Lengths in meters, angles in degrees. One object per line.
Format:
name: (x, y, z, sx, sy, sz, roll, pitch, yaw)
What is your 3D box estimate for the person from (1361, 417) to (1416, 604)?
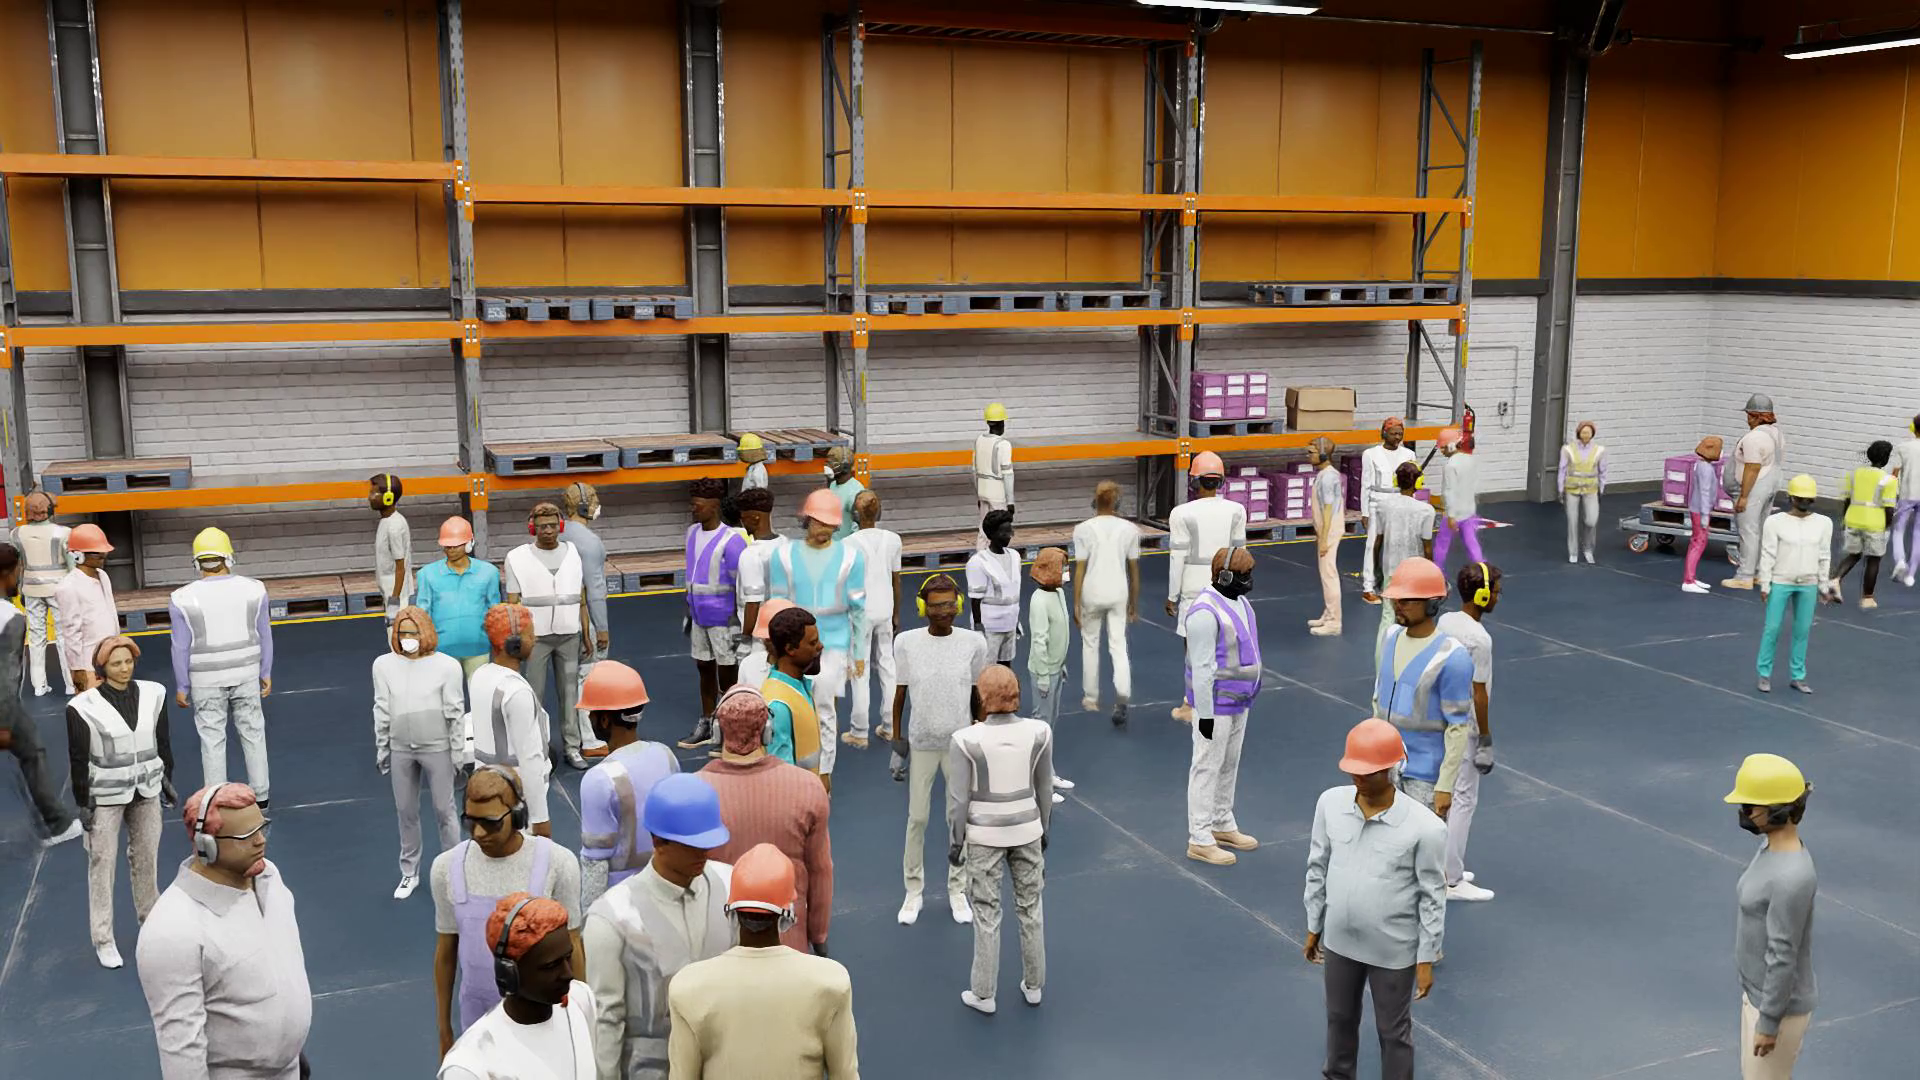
person: (4.257, -0.290, 16.571, 0.569, 1.878, 0.351, -2, 10, -9)

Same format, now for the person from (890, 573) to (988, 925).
person: (-0.103, 1.085, 8.668, 0.526, 1.865, 0.315, 0, 10, -1)

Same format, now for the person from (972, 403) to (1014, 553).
person: (0.367, -0.469, 17.433, 0.359, 1.930, 0.588, -8, 13, -38)

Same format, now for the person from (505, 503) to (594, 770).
person: (-2.759, 0.656, 11.192, 0.570, 1.844, 0.377, -6, 11, -30)

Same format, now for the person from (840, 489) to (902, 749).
person: (-0.651, 0.558, 11.761, 0.505, 1.847, 0.346, -6, 11, -31)

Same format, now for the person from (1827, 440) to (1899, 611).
person: (8.792, -0.136, 16.198, 0.493, 1.684, 0.556, -6, 11, -29)

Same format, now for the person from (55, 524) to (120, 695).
person: (-5.644, 0.757, 10.875, 0.340, 1.749, 0.572, -1, 10, -5)

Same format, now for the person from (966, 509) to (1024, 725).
person: (0.257, 0.616, 11.851, 0.318, 1.698, 0.533, 8, 13, 39)

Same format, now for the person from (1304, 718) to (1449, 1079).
person: (1.570, 1.533, 6.411, 0.574, 1.748, 0.337, 9, 13, 42)

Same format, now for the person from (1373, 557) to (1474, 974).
person: (2.197, 1.090, 8.121, 0.378, 2.045, 0.605, -5, 11, -24)

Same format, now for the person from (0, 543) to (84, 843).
person: (-5.554, 0.954, 9.499, 0.578, 1.859, 1.076, 4, 11, 21)

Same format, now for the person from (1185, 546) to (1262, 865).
person: (1.524, 0.940, 9.607, 0.429, 1.837, 0.624, 6, 12, 31)

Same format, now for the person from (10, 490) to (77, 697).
person: (-7.167, 0.431, 13.086, 0.515, 1.641, 0.309, 0, 10, -3)

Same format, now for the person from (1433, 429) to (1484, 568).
person: (5.079, -0.297, 17.140, 0.890, 1.682, 0.572, 9, 13, 43)

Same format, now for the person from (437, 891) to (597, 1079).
person: (-1.094, 1.826, 4.346, 0.347, 1.882, 0.584, 3, 10, 18)

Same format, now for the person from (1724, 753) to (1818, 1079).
person: (2.855, 1.619, 5.918, 0.342, 1.754, 0.535, 4, 11, 20)

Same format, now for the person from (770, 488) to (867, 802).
person: (-0.904, 0.669, 10.611, 0.630, 2.017, 0.442, 0, 10, -1)

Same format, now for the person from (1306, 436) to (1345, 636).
person: (3.344, -0.042, 15.278, 0.366, 1.833, 0.519, 1, 10, 8)

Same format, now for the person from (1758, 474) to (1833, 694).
person: (6.628, 0.348, 13.210, 0.523, 1.767, 0.317, 1, 10, 5)

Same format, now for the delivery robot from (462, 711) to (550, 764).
delivery robot: (-3.110, 1.280, 11.047, 0.707, 0.478, 0.477, -6, 11, -30)

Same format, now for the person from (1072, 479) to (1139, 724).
person: (1.098, 0.463, 12.411, 0.507, 1.820, 0.809, -1, 10, -6)

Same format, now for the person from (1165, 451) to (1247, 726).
person: (1.809, 0.360, 12.333, 0.614, 2.043, 0.374, -3, 10, -17)

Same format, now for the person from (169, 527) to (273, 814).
person: (-4.535, 0.831, 10.242, 0.586, 1.828, 0.403, -8, 13, -38)

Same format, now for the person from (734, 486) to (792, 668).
person: (-1.309, 0.610, 11.118, 0.367, 1.963, 0.603, 4, 11, 21)

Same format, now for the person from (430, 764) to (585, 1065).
person: (-1.519, 1.631, 5.630, 0.519, 1.834, 0.354, 0, 10, 0)

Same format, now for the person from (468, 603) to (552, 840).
person: (-2.085, 1.223, 7.812, 0.355, 1.887, 0.576, -8, 13, -39)

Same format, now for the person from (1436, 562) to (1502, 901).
person: (2.736, 1.032, 9.011, 0.341, 1.857, 0.521, -2, 10, -10)

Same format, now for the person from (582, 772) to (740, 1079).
person: (-0.876, 1.655, 5.189, 0.416, 1.939, 0.610, 10, 14, 44)

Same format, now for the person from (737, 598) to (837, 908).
person: (-0.919, 1.153, 8.601, 0.572, 1.748, 0.332, 4, 11, 21)

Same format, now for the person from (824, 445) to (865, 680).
person: (-0.949, 0.181, 13.666, 0.370, 1.941, 0.627, -4, 11, -24)

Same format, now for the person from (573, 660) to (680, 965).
person: (-1.329, 1.424, 6.551, 0.378, 1.930, 0.539, 4, 11, 22)

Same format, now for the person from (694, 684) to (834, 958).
person: (-0.798, 1.479, 6.276, 0.638, 1.909, 0.408, -2, 10, -13)

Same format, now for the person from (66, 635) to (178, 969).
person: (-4.138, 1.270, 8.247, 0.315, 1.641, 0.515, 7, 12, 34)

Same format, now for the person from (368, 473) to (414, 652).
person: (-4.253, 0.428, 12.429, 0.328, 1.877, 0.509, -4, 11, -23)

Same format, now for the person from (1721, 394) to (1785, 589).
person: (8.251, -0.515, 17.383, 0.689, 2.000, 0.539, -9, 13, -43)

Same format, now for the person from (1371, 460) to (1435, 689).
person: (3.528, 0.295, 13.242, 0.515, 1.861, 0.325, 7, 12, 36)

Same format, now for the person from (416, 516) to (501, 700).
person: (-3.354, 0.704, 11.185, 0.563, 1.750, 0.320, -4, 11, -23)

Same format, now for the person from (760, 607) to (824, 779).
person: (-0.793, 1.245, 7.583, 0.370, 1.920, 0.597, 0, 10, -1)

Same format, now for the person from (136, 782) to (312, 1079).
person: (-2.214, 1.673, 5.165, 0.408, 1.908, 0.646, 1, 10, 4)

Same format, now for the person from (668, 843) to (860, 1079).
person: (-0.589, 1.771, 5.035, 0.573, 1.749, 0.343, -1, 10, -6)

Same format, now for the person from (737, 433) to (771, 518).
person: (-2.019, -0.182, 16.332, 0.312, 1.738, 0.483, -2, 10, -13)

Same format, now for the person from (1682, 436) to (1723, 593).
person: (7.673, -0.270, 17.170, 0.284, 1.628, 0.505, 4, 11, 21)

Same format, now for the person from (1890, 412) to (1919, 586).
person: (10.011, -0.426, 17.396, 0.520, 1.858, 0.433, 5, 11, 26)

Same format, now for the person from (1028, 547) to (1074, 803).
person: (0.583, 0.850, 10.688, 0.280, 1.633, 0.500, 3, 10, 17)

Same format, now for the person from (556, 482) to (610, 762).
person: (-2.603, 0.558, 11.494, 0.372, 1.940, 0.630, -8, 13, -39)

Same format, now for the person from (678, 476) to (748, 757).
person: (-1.720, 0.527, 11.599, 0.605, 1.963, 0.373, 9, 14, 43)

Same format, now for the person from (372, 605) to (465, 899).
person: (-2.917, 1.148, 9.005, 0.493, 1.625, 0.280, 1, 10, 5)

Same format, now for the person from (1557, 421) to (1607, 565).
person: (6.958, -0.523, 18.643, 0.523, 1.623, 0.477, 3, 10, 16)

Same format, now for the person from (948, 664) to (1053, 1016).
person: (0.191, 1.375, 7.650, 0.514, 1.639, 0.314, -3, 10, -18)
